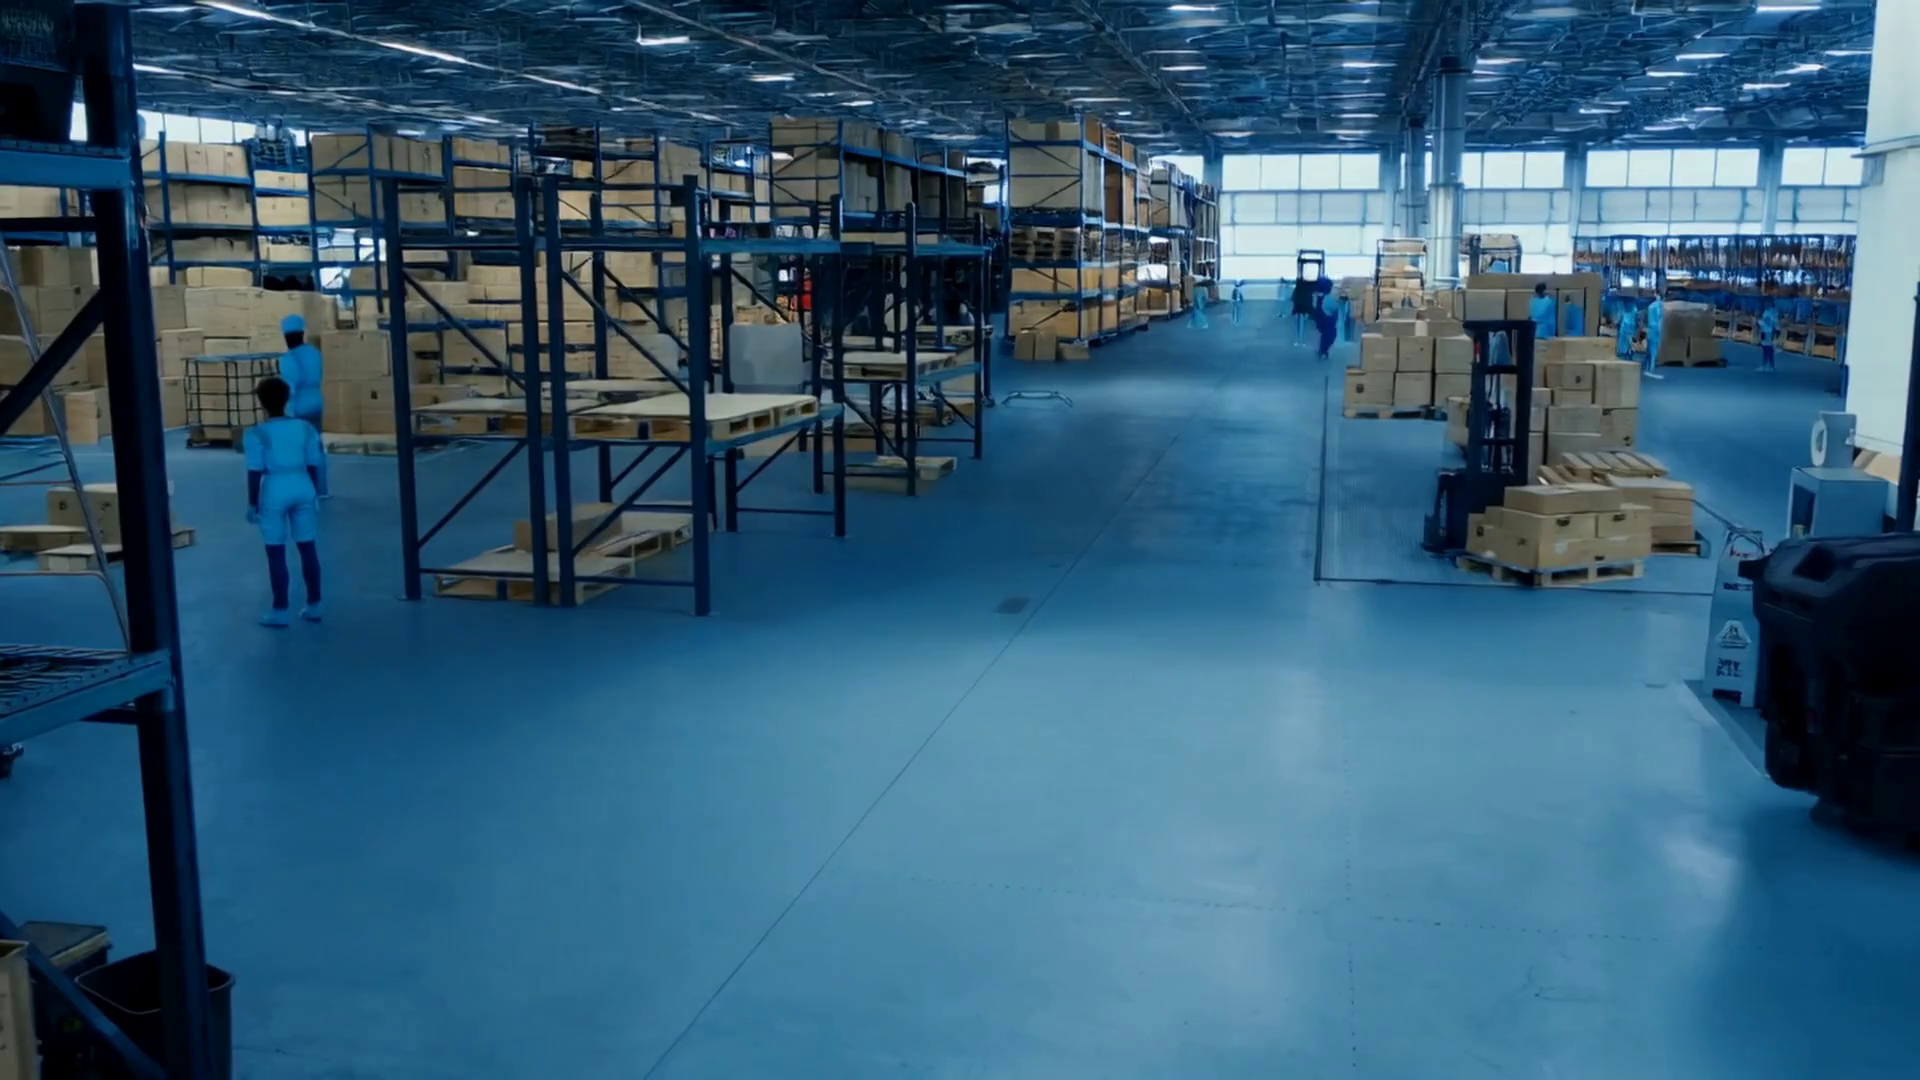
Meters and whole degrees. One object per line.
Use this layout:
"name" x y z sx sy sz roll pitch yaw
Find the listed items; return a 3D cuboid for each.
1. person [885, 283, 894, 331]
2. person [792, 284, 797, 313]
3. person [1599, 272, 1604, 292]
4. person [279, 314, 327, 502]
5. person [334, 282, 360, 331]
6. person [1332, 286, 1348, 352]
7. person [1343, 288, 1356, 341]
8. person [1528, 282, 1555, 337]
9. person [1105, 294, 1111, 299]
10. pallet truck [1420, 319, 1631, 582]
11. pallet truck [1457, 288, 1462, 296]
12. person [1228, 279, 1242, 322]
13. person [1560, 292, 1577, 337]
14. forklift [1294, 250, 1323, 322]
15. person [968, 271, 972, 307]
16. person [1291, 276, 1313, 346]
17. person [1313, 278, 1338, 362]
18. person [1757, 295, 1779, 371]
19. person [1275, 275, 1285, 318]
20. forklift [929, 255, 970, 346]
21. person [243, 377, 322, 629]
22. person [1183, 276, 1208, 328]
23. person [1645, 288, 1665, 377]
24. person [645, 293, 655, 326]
"person" -1.755 -5.723 43.047 0.361 1.882 0.575 -1 10 -3
"person" -7.106 -10.700 72.482 0.642 1.903 0.990 2 10 9
"person" 33.996 -13.327 88.299 0.828 1.815 0.595 -2 10 -14
"person" -6.670 -1.316 16.835 0.383 1.921 0.585 2 10 10
"person" -15.186 -5.425 41.212 0.592 1.911 0.385 -8 13 -40
"person" 10.198 -5.909 44.501 0.330 1.765 0.532 -3 10 -20
"person" 11.679 -6.805 50.317 0.515 1.593 0.836 4 10 21
"person" 13.268 -4.910 38.030 0.598 1.958 0.383 9 13 43
"person" 8.283 -14.036 92.485 0.640 1.816 0.745 -8 12 -38
"pallet truck" 4.543 -0.757 13.299 0.823 1.965 1.885 -4 10 -22
"pallet truck" 20.506 -9.785 68.819 0.653 1.274 1.630 2 10 12
"person" 10.888 -9.467 65.795 0.541 1.683 0.487 1 10 5
"person" 14.092 -4.839 38.320 0.518 1.722 0.906 -8 12 -38
"forklift" 13.778 -10.002 65.433 1.129 2.768 1.873 2 10 12
"person" 0.556 -13.166 86.843 0.649 1.971 0.460 1 10 4
"person" 9.778 -6.544 47.599 0.608 1.986 0.389 -2 10 -9
"person" 8.757 -5.269 39.890 0.662 2.000 0.691 -6 11 -32
"person" 18.004 -4.604 37.001 0.320 1.692 0.537 0 10 3
"person" 13.520 -10.282 70.290 0.407 1.813 0.745 0 10 -1
"forklift" -0.429 -6.401 44.112 1.129 2.768 1.873 2 10 12
"person" -4.551 -0.249 11.191 0.320 1.692 0.531 8 12 38
"person" 8.554 -8.572 59.928 0.995 1.869 0.676 -3 10 -18
"person" 14.658 -4.359 35.005 0.328 1.872 0.508 1 10 7
"person" -7.681 -5.275 41.138 0.313 1.636 0.517 -2 10 -11
